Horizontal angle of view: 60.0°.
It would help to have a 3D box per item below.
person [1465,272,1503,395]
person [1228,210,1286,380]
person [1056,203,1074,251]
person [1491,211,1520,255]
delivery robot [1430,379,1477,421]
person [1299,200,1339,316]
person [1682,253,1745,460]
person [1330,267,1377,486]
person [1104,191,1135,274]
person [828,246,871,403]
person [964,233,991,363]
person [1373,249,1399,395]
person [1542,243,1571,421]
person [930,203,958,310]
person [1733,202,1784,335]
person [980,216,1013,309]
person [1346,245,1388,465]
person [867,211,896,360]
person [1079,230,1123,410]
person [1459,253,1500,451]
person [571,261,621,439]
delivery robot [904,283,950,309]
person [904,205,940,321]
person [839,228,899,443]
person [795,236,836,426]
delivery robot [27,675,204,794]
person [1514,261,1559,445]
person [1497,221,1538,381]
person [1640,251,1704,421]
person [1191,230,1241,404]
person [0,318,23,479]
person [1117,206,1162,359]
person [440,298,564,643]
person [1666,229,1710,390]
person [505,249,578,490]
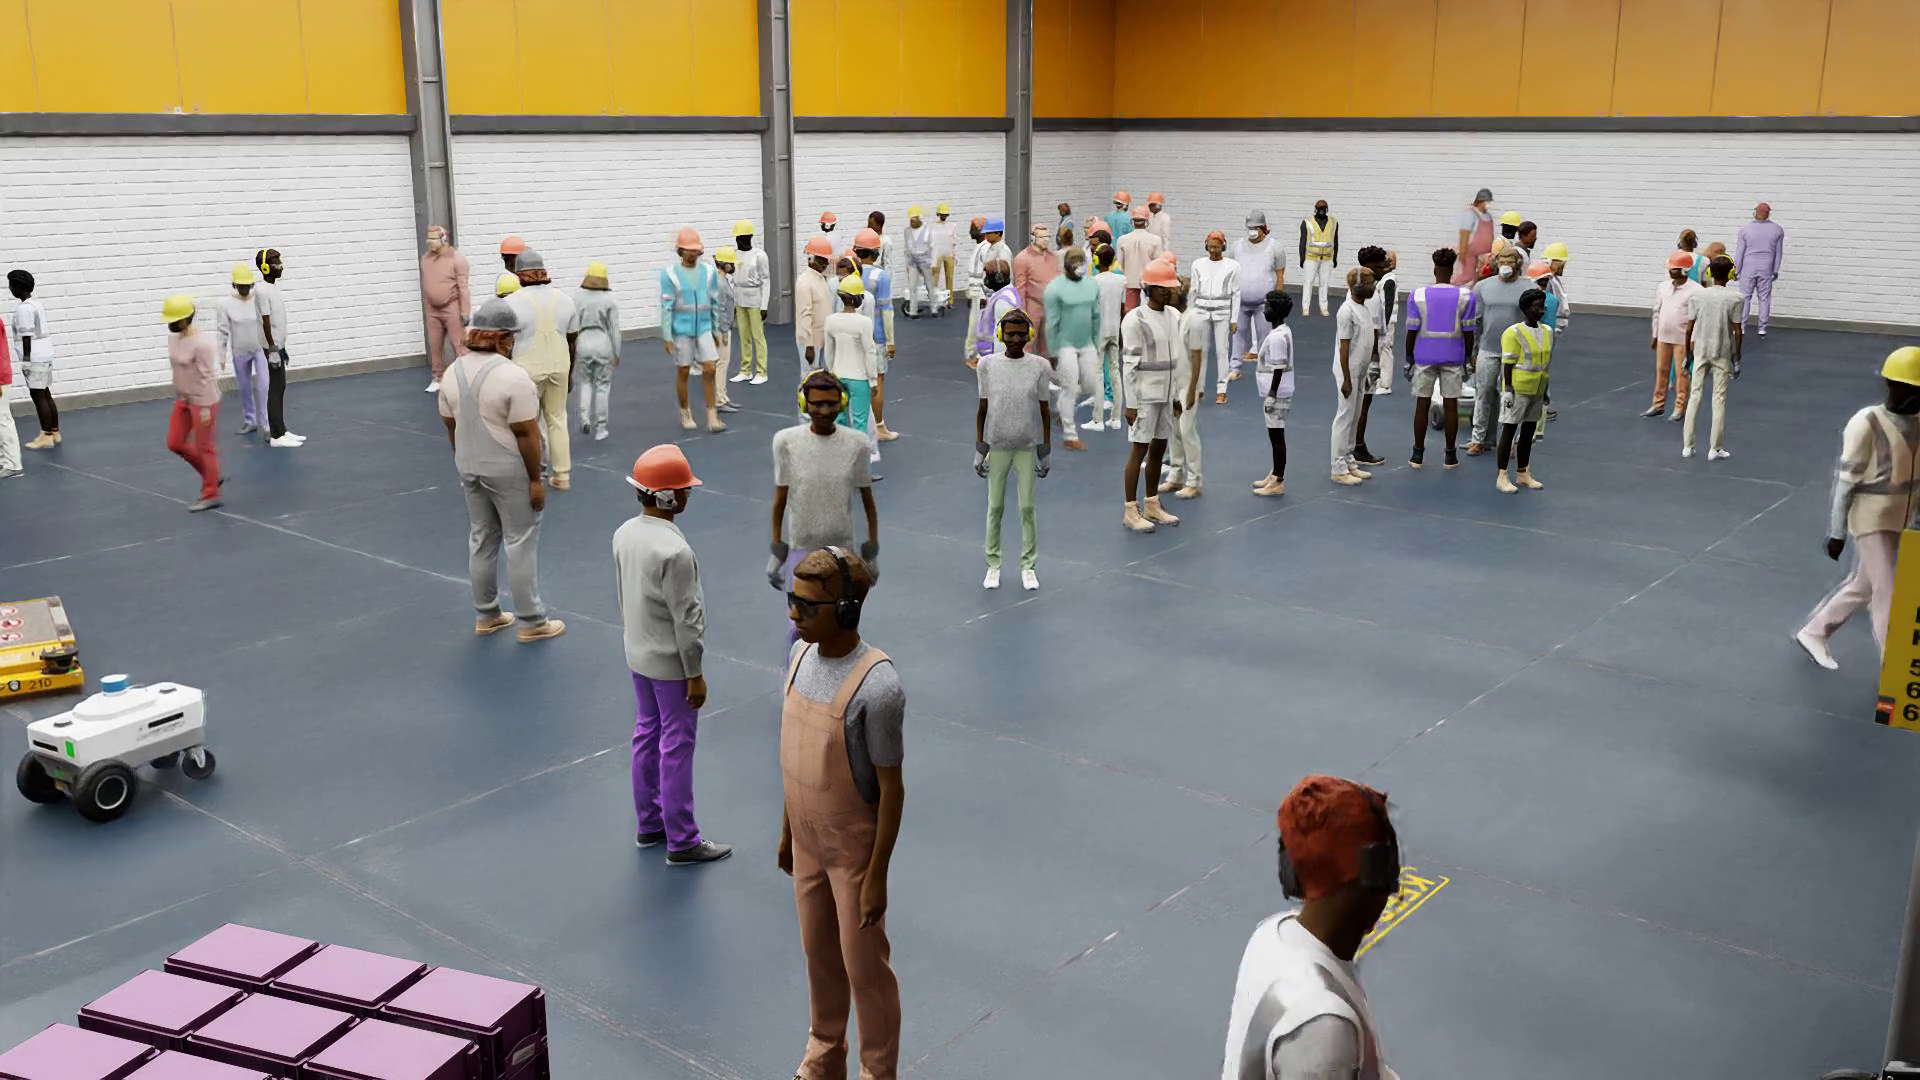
[{"bbox_3d":[5.990,-2.394,18.661,0.844,1.585,0.503,-9,17,-32],"label":"person"},{"bbox_3d":[3.471,-2.887,19.711,0.688,2.000,0.536,6,15,22],"label":"person"},{"bbox_3d":[1.901,-5.251,29.996,0.314,1.632,0.526,-4,15,-16],"label":"person"},{"bbox_3d":[7.027,-3.283,21.528,0.368,1.926,0.587,6,15,24],"label":"person"},{"bbox_3d":[4.972,-1.468,16.863,0.477,0.478,0.707,-2,14,-8],"label":"delivery robot"},{"bbox_3d":[5.728,-4.494,26.540,0.637,1.840,0.429,-1,14,-3],"label":"person"},{"bbox_3d":[6.868,-1.668,15.176,0.520,1.876,0.326,11,18,38],"label":"person"},{"bbox_3d":[3.355,-1.393,14.139,0.345,1.845,0.507,8,16,29],"label":"person"},{"bbox_3d":[2.519,-4.452,26.057,0.622,1.994,0.381,13,19,42],"label":"person"},{"bbox_3d":[-1.129,-2.275,17.850,0.573,1.746,0.345,4,15,14],"label":"person"},{"bbox_3d":[0.323,-3.128,21.289,0.574,1.736,0.410,3,14,14],"label":"person"},{"bbox_3d":[4.795,-2.462,18.825,0.310,1.642,0.514,1,14,5],"label":"person"},{"bbox_3d":[6.087,-2.153,17.216,0.403,1.826,0.591,6,15,23],"label":"person"},{"bbox_3d":[-0.275,-4.656,27.369,0.520,1.758,0.352,-4,15,-17],"label":"person"},{"bbox_3d":[11.545,-3.922,24.115,0.639,1.911,0.406,3,14,12],"label":"person"},{"bbox_3d":[0.436,-2.916,20.047,0.414,1.939,0.610,-4,15,-14],"label":"person"},{"bbox_3d":[3.645,-1.663,14.970,0.367,1.966,0.607,-2,14,-7],"label":"person"},{"bbox_3d":[-1.049,-3.292,21.573,0.392,1.922,0.589,-7,16,-26],"label":"person"},{"bbox_3d":[1.538,-2.356,17.837,0.398,1.920,0.589,-7,16,-26],"label":"person"},{"bbox_3d":[4.952,-1.754,15.585,0.373,1.840,0.571,9,16,31],"label":"person"},{"bbox_3d":[-3.533,-1.844,16.176,0.501,1.721,0.372,1,14,2],"label":"person"},{"bbox_3d":[-0.524,-3.890,26.540,0.707,0.478,0.477,3,14,11],"label":"delivery robot"},{"bbox_3d":[-0.582,-4.320,25.968,0.611,1.796,0.659,6,15,22],"label":"person"},{"bbox_3d":[-0.868,-1.960,15.991,0.608,2.048,0.364,10,17,35],"label":"person"},{"bbox_3d":[-1.361,-1.877,15.789,0.400,1.984,0.610,3,14,11],"label":"person"},{"bbox_3d":[-3.827,0.856,7.575,0.477,0.478,0.707,8,16,29],"label":"delivery robot"},{"bbox_3d":[5.477,-1.783,15.886,0.325,1.748,0.573,11,18,37],"label":"person"},{"bbox_3d":[6.606,-2.839,19.816,0.409,1.904,0.604,5,15,20],"label":"person"},{"bbox_3d":[7.378,-2.105,17.175,0.340,1.748,0.563,-8,16,-30],"label":"person"},{"bbox_3d":[2.771,-2.437,18.226,0.581,1.886,0.351,6,15,23],"label":"person"},{"bbox_3d":[-8.418,-1.404,14.402,0.354,1.738,0.574,-13,19,-41],"label":"person"},{"bbox_3d":[2.311,-3.291,21.416,0.608,1.996,0.376,4,15,16],"label":"person"},{"bbox_3d":[-2.675,-0.420,9.850,0.686,2.000,0.535,8,16,30],"label":"person"},{"bbox_3d":[8.326,-2.647,19.163,0.506,1.839,0.343,0,14,2],"label":"person"},{"bbox_3d":[-3.526,-1.408,13.801,0.685,2.000,0.535,-12,18,-39],"label":"person"}]
